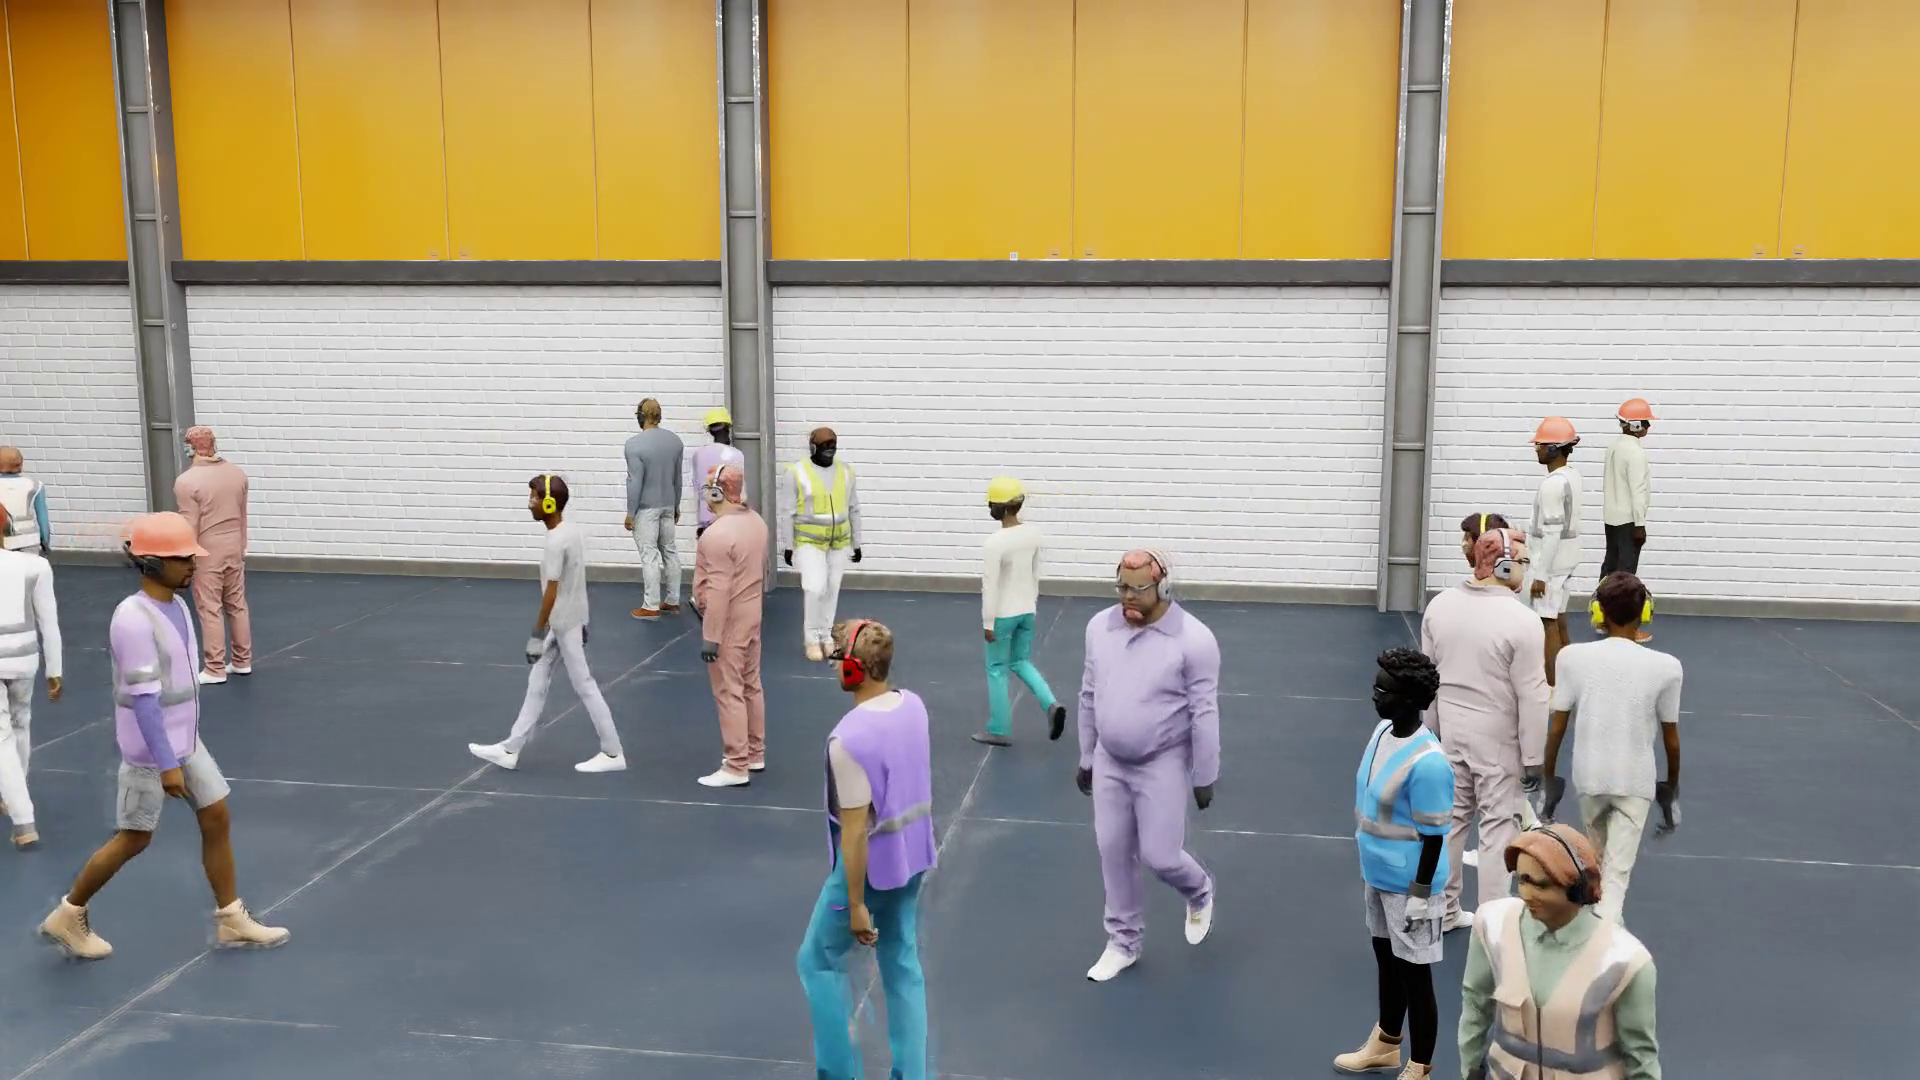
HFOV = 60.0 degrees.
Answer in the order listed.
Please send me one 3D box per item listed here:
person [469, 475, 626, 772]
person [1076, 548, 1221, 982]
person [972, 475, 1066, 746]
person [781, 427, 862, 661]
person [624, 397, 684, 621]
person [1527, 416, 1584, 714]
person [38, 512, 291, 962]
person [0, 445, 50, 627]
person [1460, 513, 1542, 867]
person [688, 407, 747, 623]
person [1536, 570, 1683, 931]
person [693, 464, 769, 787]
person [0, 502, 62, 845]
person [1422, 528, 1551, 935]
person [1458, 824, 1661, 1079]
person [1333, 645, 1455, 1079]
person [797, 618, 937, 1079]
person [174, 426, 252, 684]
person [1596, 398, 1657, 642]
[{"bbox_3d":[-2.476,0.521,9.951,0.957,1.818,0.554,-1,9,-9],"label":"person"},{"bbox_3d":[0.821,0.943,7.174,0.642,1.884,0.606,7,12,38],"label":"person"},{"bbox_3d":[0.355,0.464,10.501,0.570,1.750,0.540,8,12,42],"label":"person"},{"bbox_3d":[-1.042,0.037,12.908,0.653,1.829,0.521,-6,11,-31],"label":"person"},{"bbox_3d":[-2.666,-0.271,14.478,0.354,1.938,0.636,7,11,35],"label":"person"},{"bbox_3d":[4.046,0.171,11.433,0.374,2.043,0.614,6,11,32],"label":"person"},{"bbox_3d":[-3.560,0.870,7.266,0.989,2.009,0.611,0,9,-2],"label":"person"},{"bbox_3d":[-7.686,0.039,13.520,0.541,1.624,0.371,-7,11,-36],"label":"person"},{"bbox_3d":[2.673,0.773,8.317,0.413,1.847,0.553,8,12,40],"label":"person"},{"bbox_3d":[-2.050,-0.169,14.012,0.609,1.887,0.600,9,13,43],"label":"person"},{"bbox_3d":[2.681,1.031,6.854,0.524,1.819,0.976,7,12,37],"label":"person"},{"bbox_3d":[-1.374,0.498,9.841,0.403,1.906,0.651,3,10,16],"label":"person"},{"bbox_3d":[-5.150,0.689,8.926,0.567,1.839,1.001,-9,13,-43],"label":"person"},{"bbox_3d":[2.366,0.889,7.435,0.404,1.903,0.652,-6,11,-31],"label":"person"},{"bbox_3d":[1.674,1.505,4.552,0.547,1.610,0.692,9,13,42],"label":"person"},{"bbox_3d":[1.593,1.218,6.041,0.319,1.697,0.532,-1,9,-8],"label":"person"},{"bbox_3d":[-0.369,1.170,5.947,0.652,1.823,0.577,6,11,33],"label":"person"},{"bbox_3d":[-5.518,0.115,12.232,0.406,1.909,0.678,3,10,19],"label":"person"},{"bbox_3d":[5.484,-0.169,13.678,0.376,1.995,0.609,0,9,-3],"label":"person"}]
